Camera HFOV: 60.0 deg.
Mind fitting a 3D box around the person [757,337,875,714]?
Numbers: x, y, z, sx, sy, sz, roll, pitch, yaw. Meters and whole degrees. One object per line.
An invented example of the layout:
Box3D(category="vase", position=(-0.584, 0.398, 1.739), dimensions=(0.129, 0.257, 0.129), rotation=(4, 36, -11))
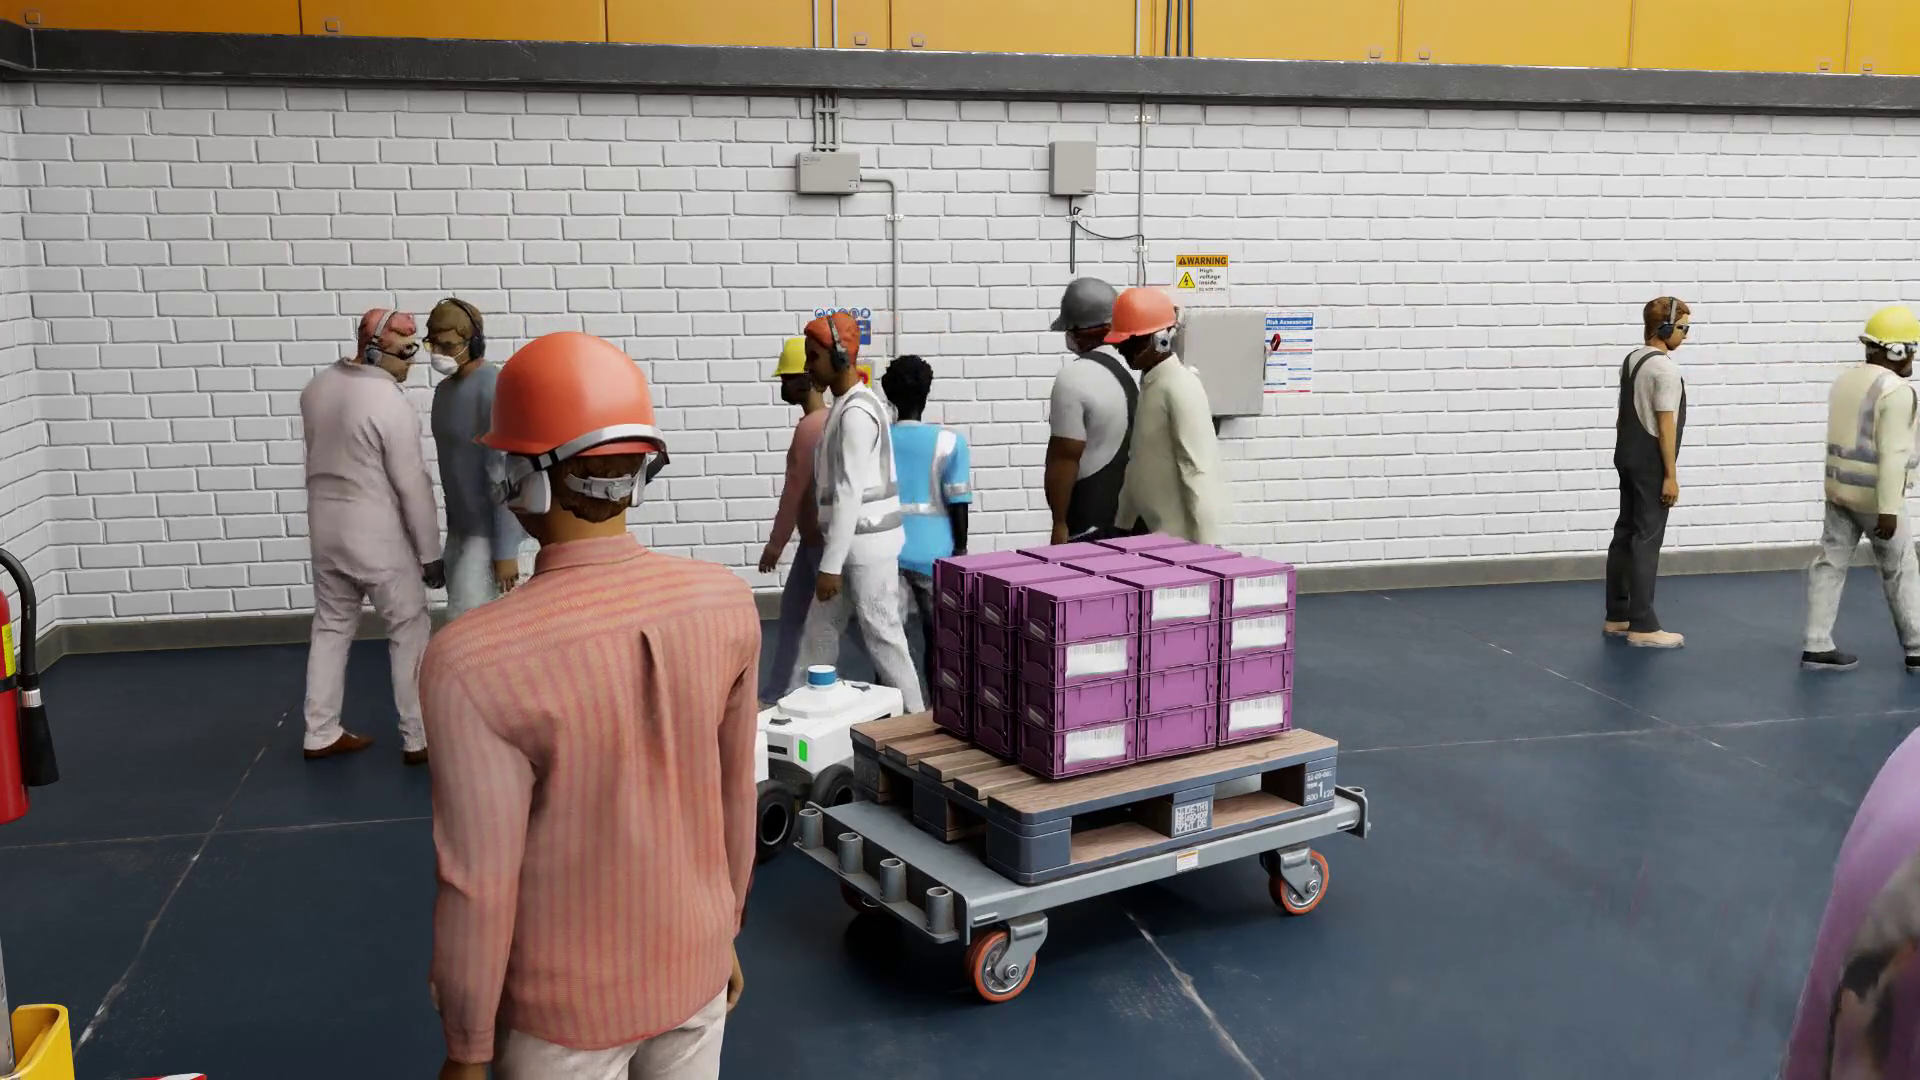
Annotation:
Box3D(category="person", position=(-0.574, -0.013, 7.204), dimensions=(0.902, 1.720, 0.529), rotation=(0, 10, 1))

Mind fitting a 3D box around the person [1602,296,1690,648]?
Box3D(category="person", position=(3.635, -0.358, 8.772), dimensions=(0.343, 1.840, 0.506), rotation=(-1, 10, -5))

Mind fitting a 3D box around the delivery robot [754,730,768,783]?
Box3D(category="delivery robot", position=(-0.975, 0.807, 5.615), dimensions=(0.477, 0.478, 0.707), rotation=(7, 12, 33))

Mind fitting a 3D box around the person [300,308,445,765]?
Box3D(category="person", position=(-2.368, -0.004, 6.742), dimensions=(0.687, 1.867, 0.464), rotation=(5, 12, 27))

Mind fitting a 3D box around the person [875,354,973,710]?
Box3D(category="person", position=(-0.198, 0.065, 6.902), dimensions=(0.551, 1.654, 0.820), rotation=(2, 10, 9))

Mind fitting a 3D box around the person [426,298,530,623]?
Box3D(category="person", position=(-1.886, 0.003, 6.581), dimensions=(0.459, 1.912, 0.652), rotation=(-7, 12, -34))

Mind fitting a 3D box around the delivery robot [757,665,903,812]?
Box3D(category="delivery robot", position=(-0.509, 0.707, 6.169), dimensions=(0.477, 0.478, 0.707), rotation=(6, 12, 29))

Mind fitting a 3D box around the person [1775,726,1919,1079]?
Box3D(category="person", position=(0.968, 0.838, 1.790), dimensions=(1.108, 1.984, 0.634), rotation=(6, 12, 29))

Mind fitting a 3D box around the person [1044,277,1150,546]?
Box3D(category="person", position=(0.675, -0.184, 7.248), dimensions=(0.707, 2.000, 0.918), rotation=(-8, 13, -39))

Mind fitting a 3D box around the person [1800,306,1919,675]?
Box3D(category="person", position=(4.580, -0.230, 8.147), dimensions=(0.821, 1.801, 0.615), rotation=(-1, 10, -4))

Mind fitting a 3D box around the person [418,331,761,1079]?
Box3D(category="person", position=(-0.562, 0.679, 2.599), dimensions=(0.382, 1.995, 0.612), rotation=(8, 13, 36))

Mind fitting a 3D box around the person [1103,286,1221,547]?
Box3D(category="person", position=(0.740, -0.031, 6.659), dimensions=(0.895, 1.942, 0.629), rotation=(0, 10, 0))

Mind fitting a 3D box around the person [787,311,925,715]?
Box3D(category="person", position=(-0.517, 0.043, 6.529), dimensions=(0.924, 1.847, 0.580), rotation=(-1, 10, -8))
